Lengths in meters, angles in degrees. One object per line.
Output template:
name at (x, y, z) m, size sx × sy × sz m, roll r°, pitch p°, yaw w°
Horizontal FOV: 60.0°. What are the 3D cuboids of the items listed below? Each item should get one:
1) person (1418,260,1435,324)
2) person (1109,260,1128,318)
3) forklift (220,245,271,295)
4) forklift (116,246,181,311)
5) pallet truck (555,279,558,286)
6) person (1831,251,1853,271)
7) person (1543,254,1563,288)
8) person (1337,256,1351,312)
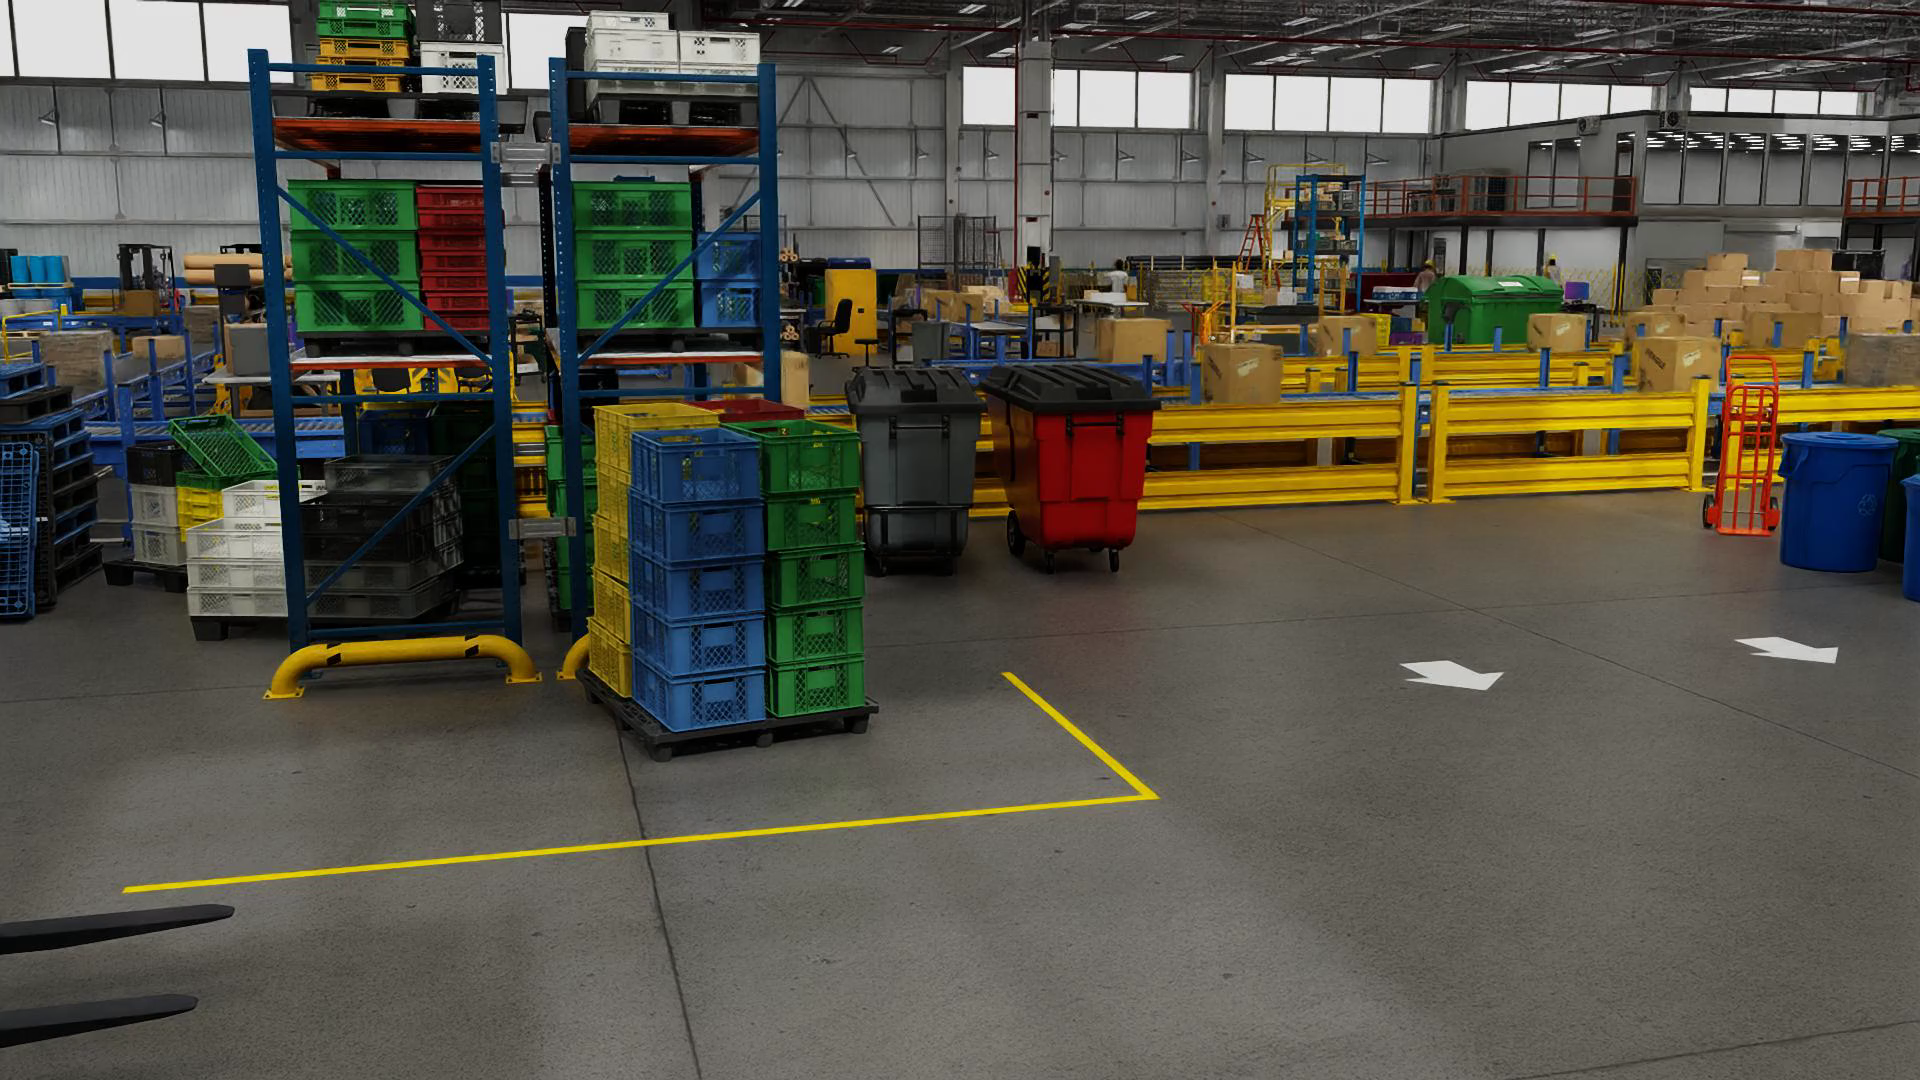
person at (12.686, -6.726, 45.222) m, size 0.334 × 1.761 × 0.529 m, roll -8°, pitch 13°, yaw -39°
person at (3.746, -5.703, 39.295) m, size 0.519 × 1.809 × 1.004 m, roll 5°, pitch 11°, yaw 26°
forklift at (-17.749, -6.334, 41.440) m, size 1.157 × 1.987 × 2.680 m, roll -3°, pitch 10°, yaw -17°
forklift at (-19.966, -6.232, 40.894) m, size 1.157 × 1.987 × 2.680 m, roll -3°, pitch 10°, yaw -15°
pallet truck at (-10.604, -6.375, 44.520) m, size 0.653 × 1.274 × 1.630 m, roll -3°, pitch 10°, yaw -15°
person at (22.607, -6.419, 42.676) m, size 0.684 × 2.000 × 0.955 m, roll 1°, pitch 10°, yaw 7°
person at (18.904, -8.208, 53.243) m, size 0.603 × 1.897 × 0.904 m, roll -3°, pitch 10°, yaw -15°
person at (12.153, -8.129, 52.954) m, size 0.596 × 1.837 × 0.980 m, roll 6°, pitch 12°, yaw 30°
